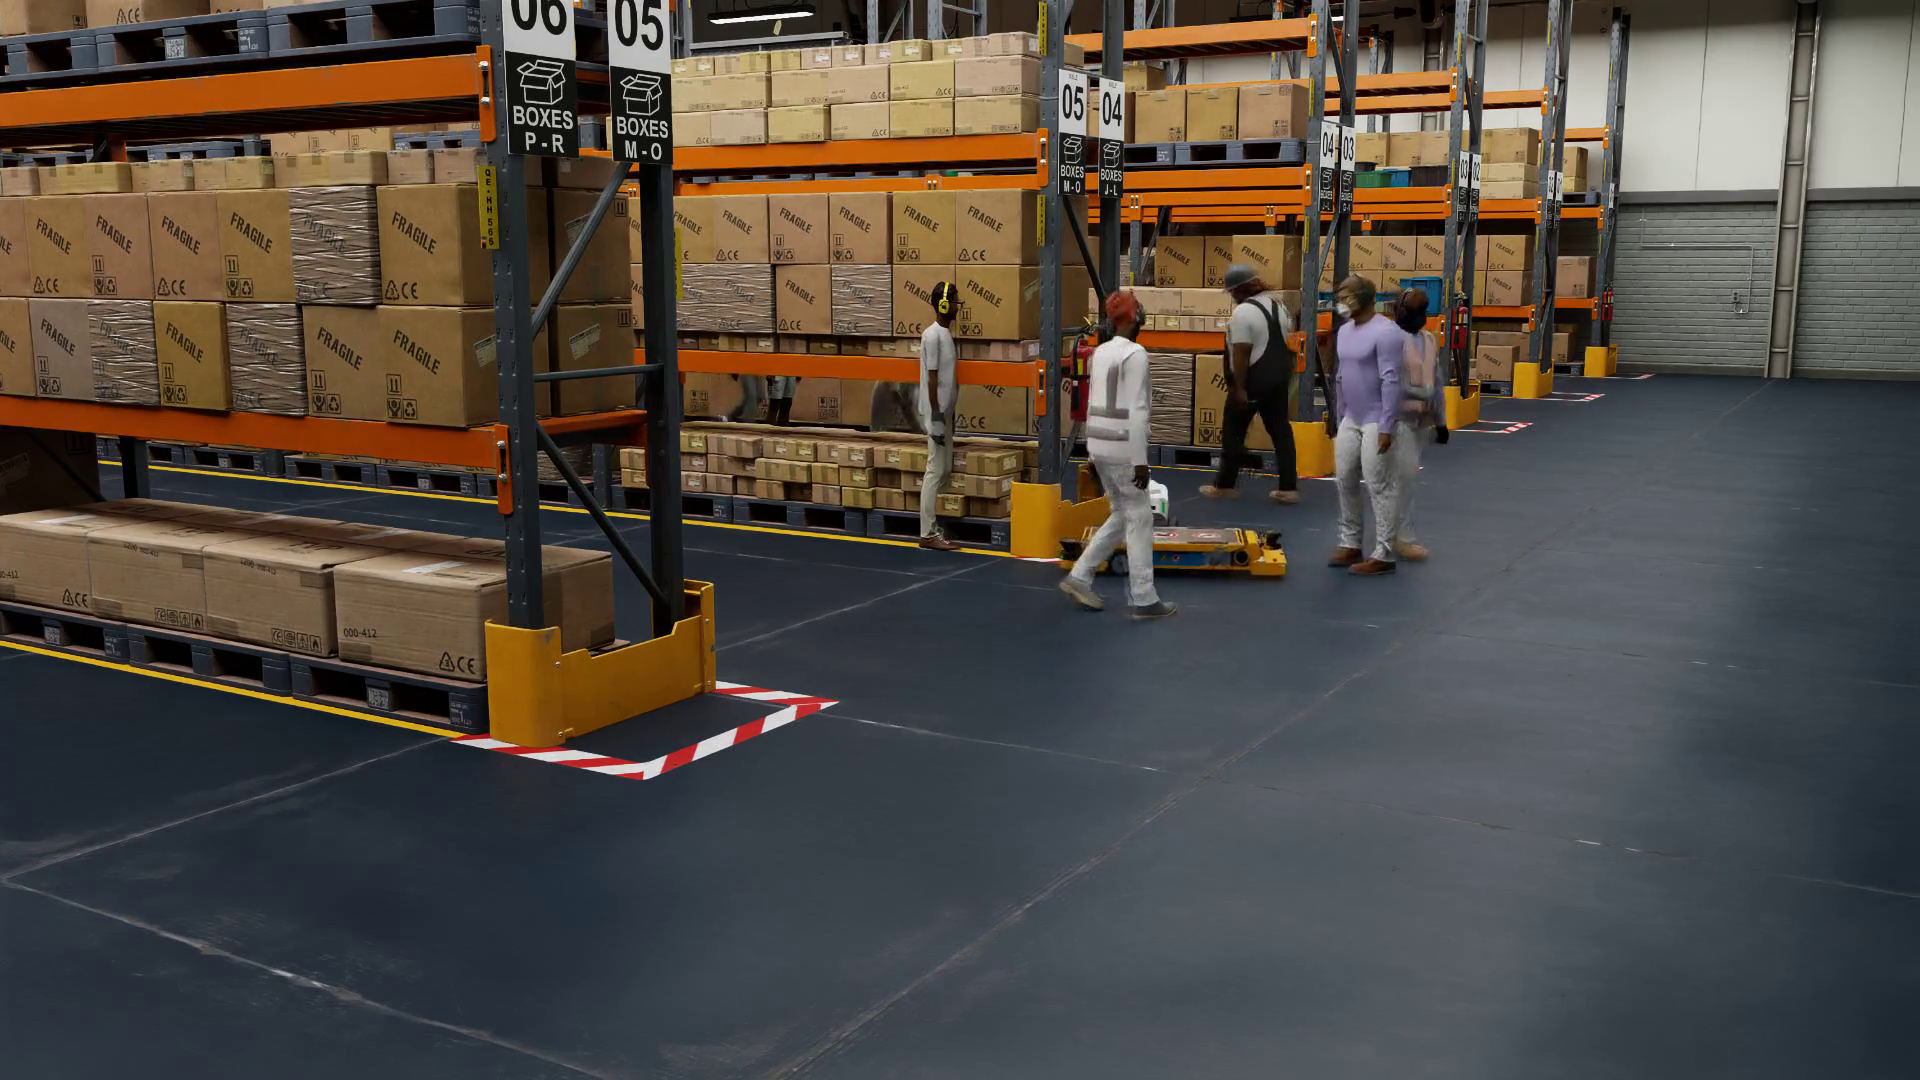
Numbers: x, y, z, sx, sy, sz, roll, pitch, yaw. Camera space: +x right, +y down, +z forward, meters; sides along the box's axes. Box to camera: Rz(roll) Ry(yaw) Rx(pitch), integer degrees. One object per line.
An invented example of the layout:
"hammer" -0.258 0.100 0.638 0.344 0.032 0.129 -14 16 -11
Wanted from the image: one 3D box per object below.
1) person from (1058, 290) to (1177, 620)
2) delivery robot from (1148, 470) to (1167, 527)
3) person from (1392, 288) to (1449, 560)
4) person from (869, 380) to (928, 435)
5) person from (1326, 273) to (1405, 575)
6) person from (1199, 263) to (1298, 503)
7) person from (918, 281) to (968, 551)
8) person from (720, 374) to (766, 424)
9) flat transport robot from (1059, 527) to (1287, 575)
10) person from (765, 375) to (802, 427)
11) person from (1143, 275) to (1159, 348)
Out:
"person" 0.884 -0.480 9.402 0.594 1.847 0.644 -2 10 -14
"delivery robot" 1.263 -0.245 11.490 0.477 0.478 0.707 1 10 7
"person" 3.045 -0.771 11.161 0.626 1.812 0.664 -8 13 -39
"person" -0.481 -1.423 14.756 0.982 1.903 0.633 5 11 27
"person" 2.613 -0.741 10.671 0.415 1.923 0.690 -3 10 -19
"person" 2.448 -1.335 13.801 0.832 2.000 0.880 -8 13 -40
"person" -0.118 -0.854 11.526 0.326 1.860 0.515 2 10 13
"person" -2.276 -1.924 17.610 0.636 1.911 0.606 5 11 27
"flat transport robot" 1.377 0.059 10.813 1.431 0.197 0.652 1 10 7
"person" -1.735 -1.717 16.337 0.361 1.938 0.545 5 11 25
"person" 2.155 -2.158 19.301 0.632 1.820 0.762 -7 12 -37
